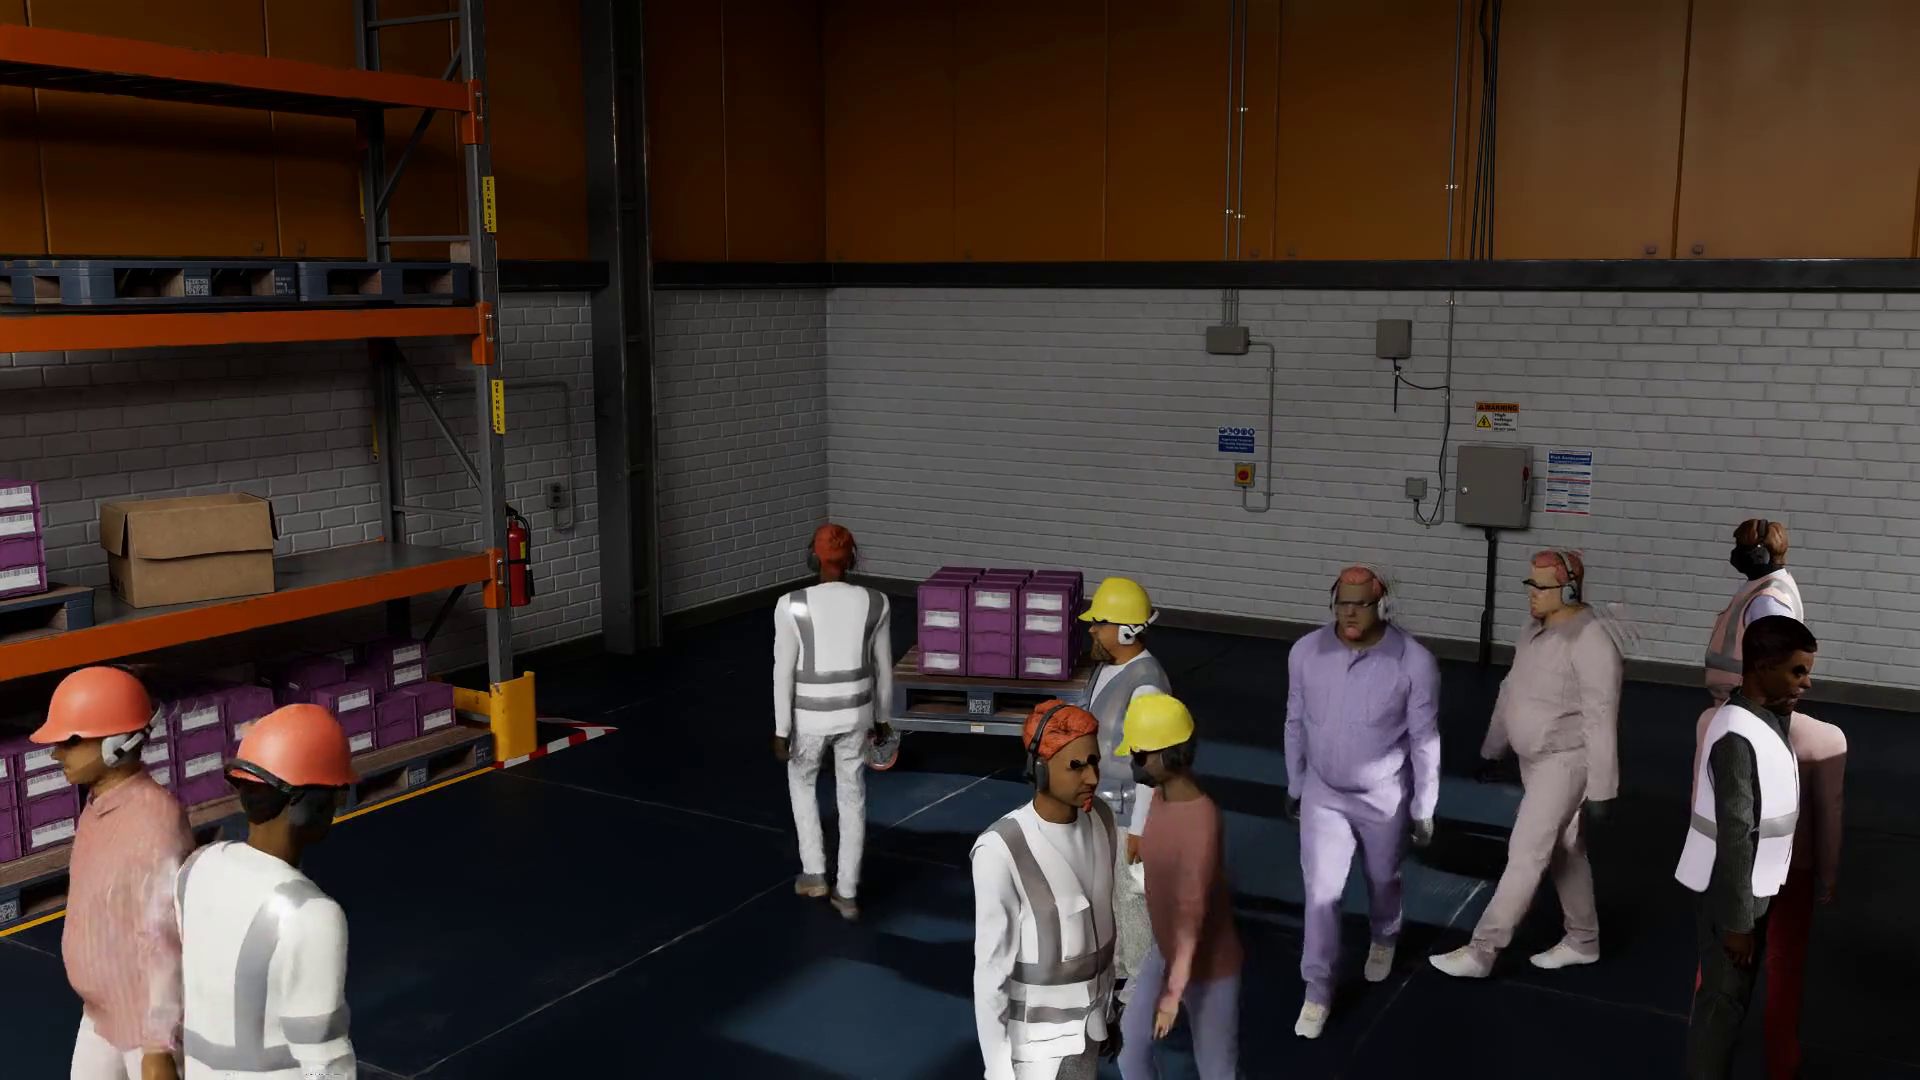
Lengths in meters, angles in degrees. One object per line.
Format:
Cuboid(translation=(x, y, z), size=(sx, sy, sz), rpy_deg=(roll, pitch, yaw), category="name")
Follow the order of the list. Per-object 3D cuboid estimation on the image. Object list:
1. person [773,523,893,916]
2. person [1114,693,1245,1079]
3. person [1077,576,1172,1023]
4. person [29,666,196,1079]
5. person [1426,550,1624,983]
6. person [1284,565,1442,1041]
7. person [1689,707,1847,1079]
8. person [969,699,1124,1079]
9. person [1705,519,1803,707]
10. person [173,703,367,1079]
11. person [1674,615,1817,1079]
Cuboid(translation=(-0.618, 0.837, 7.941), size=(0.603, 1.862, 0.599), rpy_deg=(-3, 10, -18), category="person")
Cuboid(translation=(0.664, 1.334, 5.209), size=(0.615, 1.729, 0.553), rpy_deg=(-2, 9, -14), category="person")
Cuboid(translation=(0.644, 1.050, 6.707), size=(0.404, 1.835, 0.588), rpy_deg=(-2, 9, -9), category="person")
Cuboid(translation=(-2.245, 1.303, 4.755), size=(0.864, 1.973, 0.617), rpy_deg=(-8, 12, -42), category="person")
Cuboid(translation=(2.395, 0.970, 7.078), size=(0.917, 1.870, 0.664), rpy_deg=(-1, 9, -3), category="person")
Cuboid(translation=(1.648, 1.014, 6.862), size=(0.654, 1.866, 0.969), rpy_deg=(4, 10, 24), category="person")
Cuboid(translation=(2.984, 1.174, 6.174), size=(0.527, 1.761, 0.330), rpy_deg=(8, 12, 40), category="person")
Cuboid(translation=(0.251, 1.362, 4.609), size=(0.337, 1.882, 0.584), rpy_deg=(7, 12, 39), category="person")
Cuboid(translation=(3.892, 0.808, 8.200), size=(0.429, 1.842, 0.637), rpy_deg=(4, 10, 23), category="person")
Cuboid(translation=(-1.631, 1.395, 3.984), size=(0.654, 2.016, 0.526), rpy_deg=(8, 12, 39), category="person")
Cuboid(translation=(2.630, 1.187, 5.614), size=(0.392, 1.914, 0.587), rpy_deg=(5, 10, 29), category="person")
